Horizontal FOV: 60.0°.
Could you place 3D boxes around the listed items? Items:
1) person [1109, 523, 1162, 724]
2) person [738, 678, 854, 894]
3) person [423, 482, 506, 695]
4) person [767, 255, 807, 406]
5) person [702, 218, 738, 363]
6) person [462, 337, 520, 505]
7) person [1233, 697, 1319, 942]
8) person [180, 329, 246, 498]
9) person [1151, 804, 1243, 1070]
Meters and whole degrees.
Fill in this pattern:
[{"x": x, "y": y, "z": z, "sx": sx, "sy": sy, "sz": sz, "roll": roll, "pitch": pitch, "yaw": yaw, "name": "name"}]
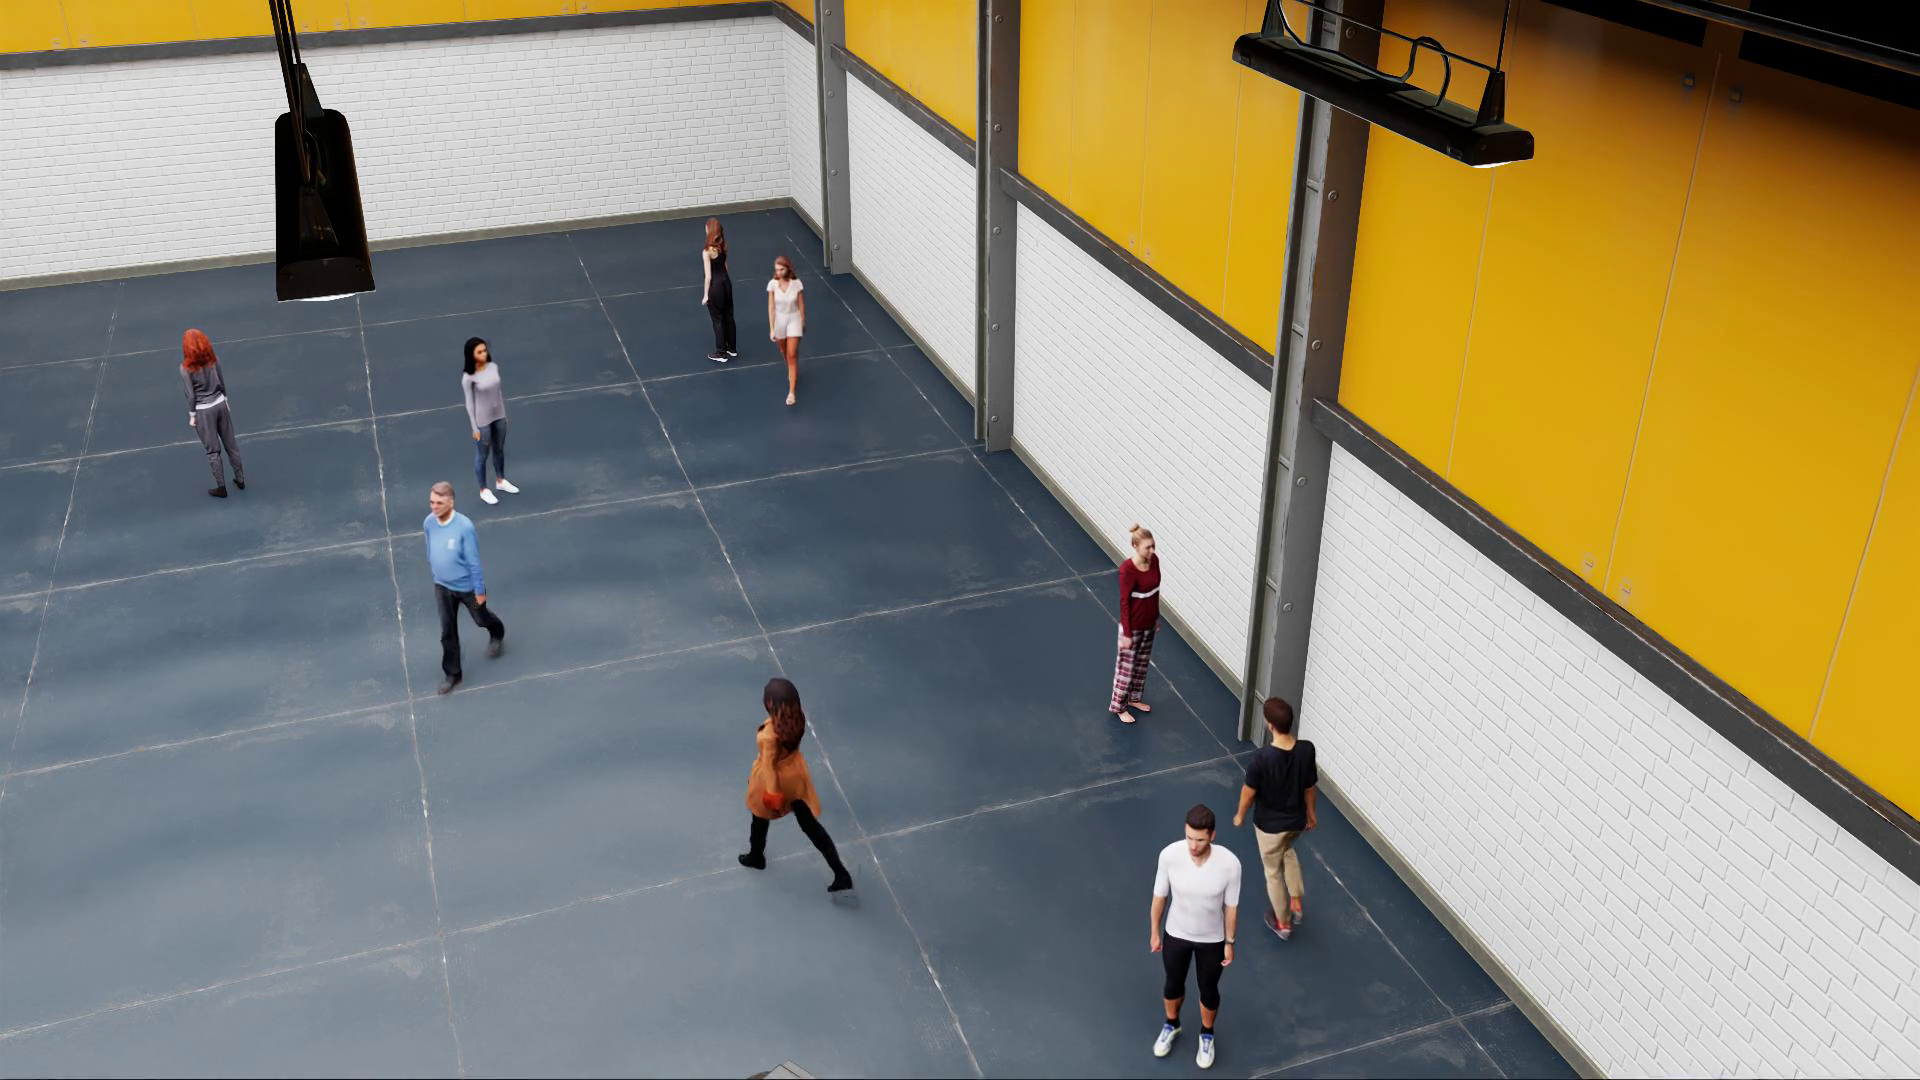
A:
[{"x": 1.408, "y": 0.648, "z": 13.190, "sx": 0.681, "sy": 1.697, "sz": 0.643, "roll": -26, "pitch": 38, "yaw": -38, "name": "person"}, {"x": -1.102, "y": 1.704, "z": 11.276, "sx": 1.298, "sy": 1.675, "sz": 1.163, "roll": 17, "pitch": 33, "yaw": 28, "name": "person"}, {"x": -4.085, "y": 0.310, "z": 13.723, "sx": 1.100, "sy": 1.780, "sz": 1.251, "roll": 7, "pitch": 29, "yaw": 13, "name": "person"}, {"x": -1.963, "y": -2.452, "z": 18.923, "sx": 0.874, "sy": 1.649, "sz": 1.247, "roll": 0, "pitch": 29, "yaw": 0, "name": "person"}, {"x": -2.864, "y": -2.990, "z": 19.806, "sx": 0.699, "sy": 1.747, "sz": 0.666, "roll": 18, "pitch": 33, "yaw": 29, "name": "person"}, {"x": -4.719, "y": -1.209, "z": 16.555, "sx": 0.726, "sy": 1.733, "sz": 0.686, "roll": 17, "pitch": 33, "yaw": 28, "name": "person"}, {"x": 2.113, "y": 1.885, "z": 10.783, "sx": 0.671, "sy": 1.829, "sz": 0.627, "roll": -9, "pitch": 30, "yaw": -17, "name": "person"}, {"x": -7.497, "y": -1.281, "z": 16.639, "sx": 0.684, "sy": 1.780, "sz": 0.655, "roll": 18, "pitch": 33, "yaw": 30, "name": "person"}, {"x": 1.408, "y": 2.332, "z": 9.944, "sx": 0.754, "sy": 1.848, "sz": 0.772, "roll": 8, "pitch": 30, "yaw": 14, "name": "person"}]
